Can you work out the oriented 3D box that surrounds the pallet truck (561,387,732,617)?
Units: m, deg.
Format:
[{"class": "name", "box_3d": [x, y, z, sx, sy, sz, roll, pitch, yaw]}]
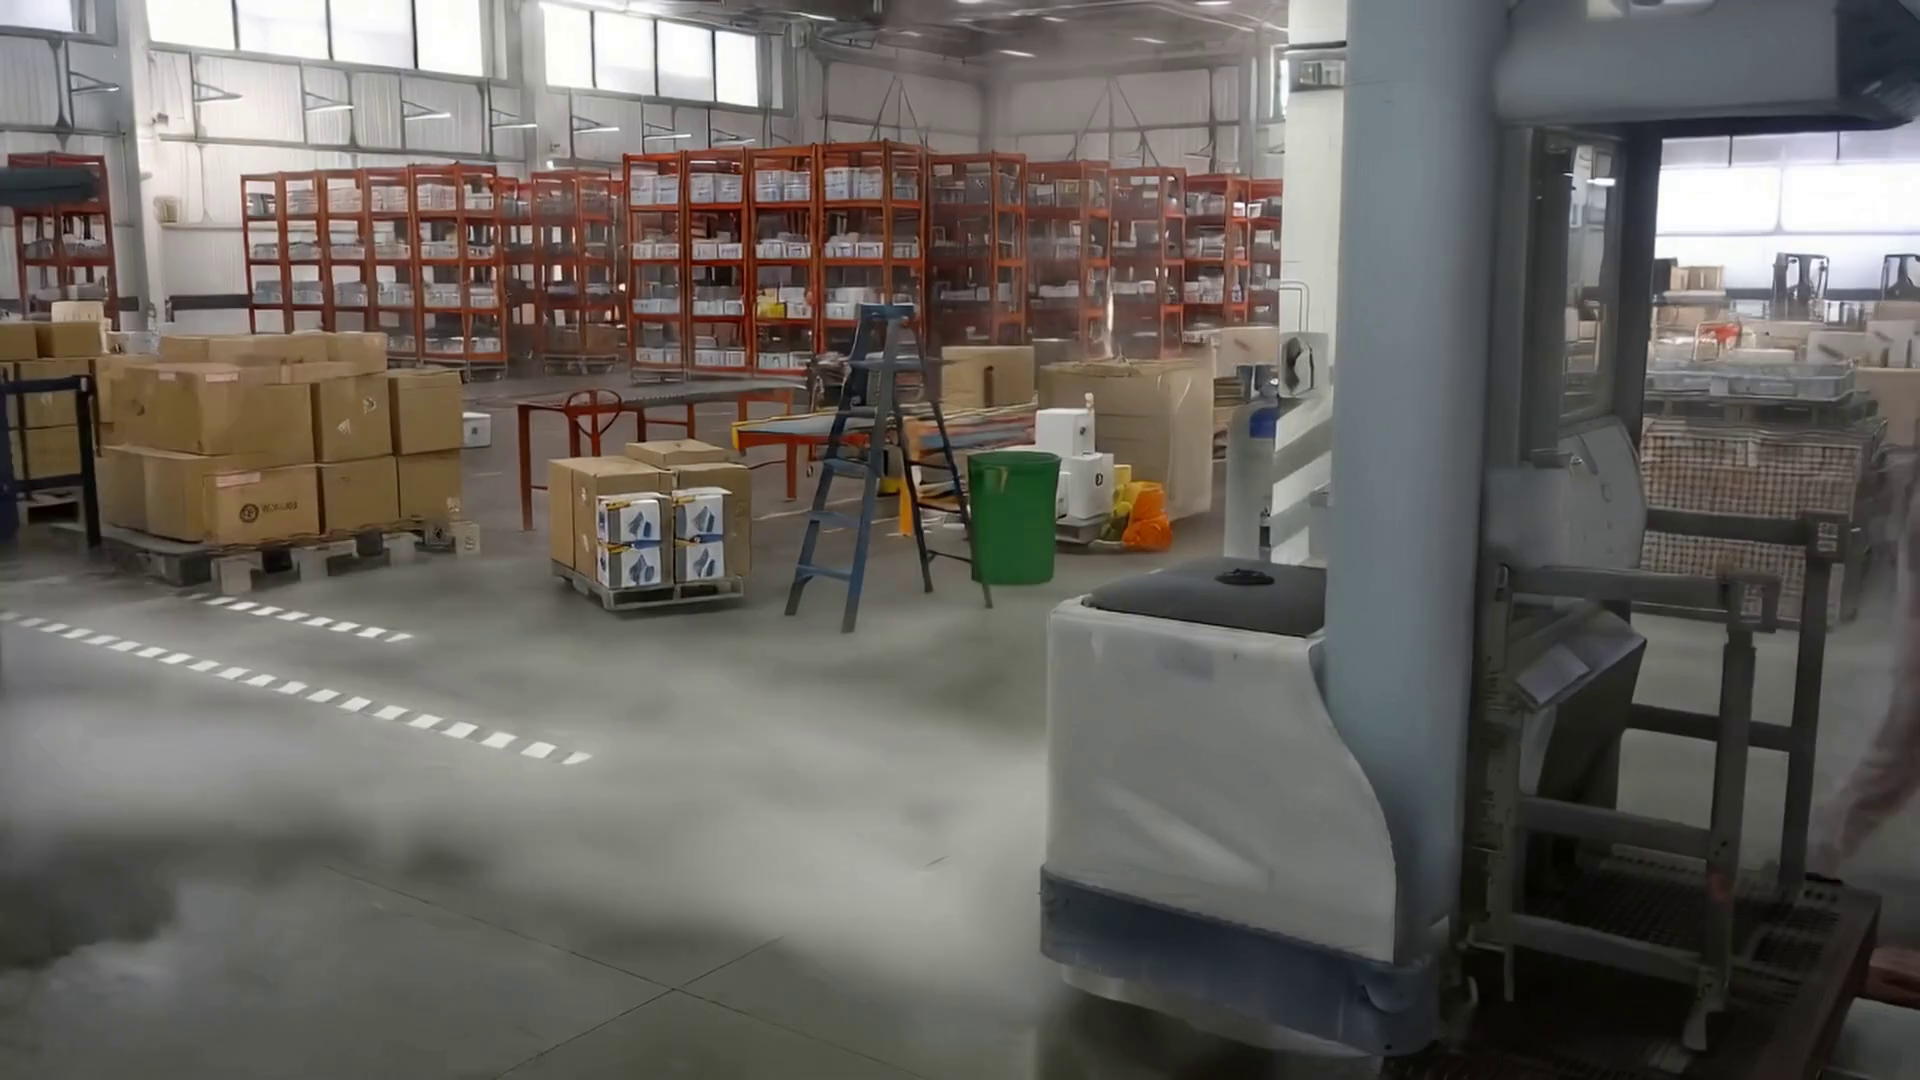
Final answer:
[{"class": "pallet truck", "box_3d": [-1.981, -0.274, 10.088, 0.680, 1.201, 1.601, -5, 11, -28]}]

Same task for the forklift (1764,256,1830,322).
[{"class": "forklift", "box_3d": [20.253, -5.854, 40.139, 1.157, 1.987, 2.680, 7, 12, 35]}]

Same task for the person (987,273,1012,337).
[{"class": "person", "box_3d": [0.598, -3.827, 29.519, 0.832, 1.812, 0.570, 7, 12, 34]}]

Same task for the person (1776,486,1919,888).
[{"class": "person", "box_3d": [2.977, 0.311, 4.964, 0.940, 1.787, 0.615, 6, 11, 33]}]

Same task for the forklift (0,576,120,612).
[{"class": "forklift", "box_3d": [-5.952, -0.941, 9.149, 1.129, 2.768, 1.873, 7, 12, 35]}]

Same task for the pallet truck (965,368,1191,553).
[{"class": "pallet truck", "box_3d": [0.845, -0.609, 11.869, 1.630, 1.274, 0.653, 7, 12, 35]}]

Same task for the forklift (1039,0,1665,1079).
[{"class": "forklift", "box_3d": [1.249, -0.137, 4.360, 1.873, 2.768, 1.129, 7, 12, 35]}]

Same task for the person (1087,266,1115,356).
[{"class": "person", "box_3d": [2.355, -3.658, 27.963, 0.377, 1.995, 0.608, 8, 12, 39]}]

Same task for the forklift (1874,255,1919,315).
[{"class": "forklift", "box_3d": [22.089, -5.634, 38.796, 1.157, 1.987, 2.680, 6, 11, 33]}]
